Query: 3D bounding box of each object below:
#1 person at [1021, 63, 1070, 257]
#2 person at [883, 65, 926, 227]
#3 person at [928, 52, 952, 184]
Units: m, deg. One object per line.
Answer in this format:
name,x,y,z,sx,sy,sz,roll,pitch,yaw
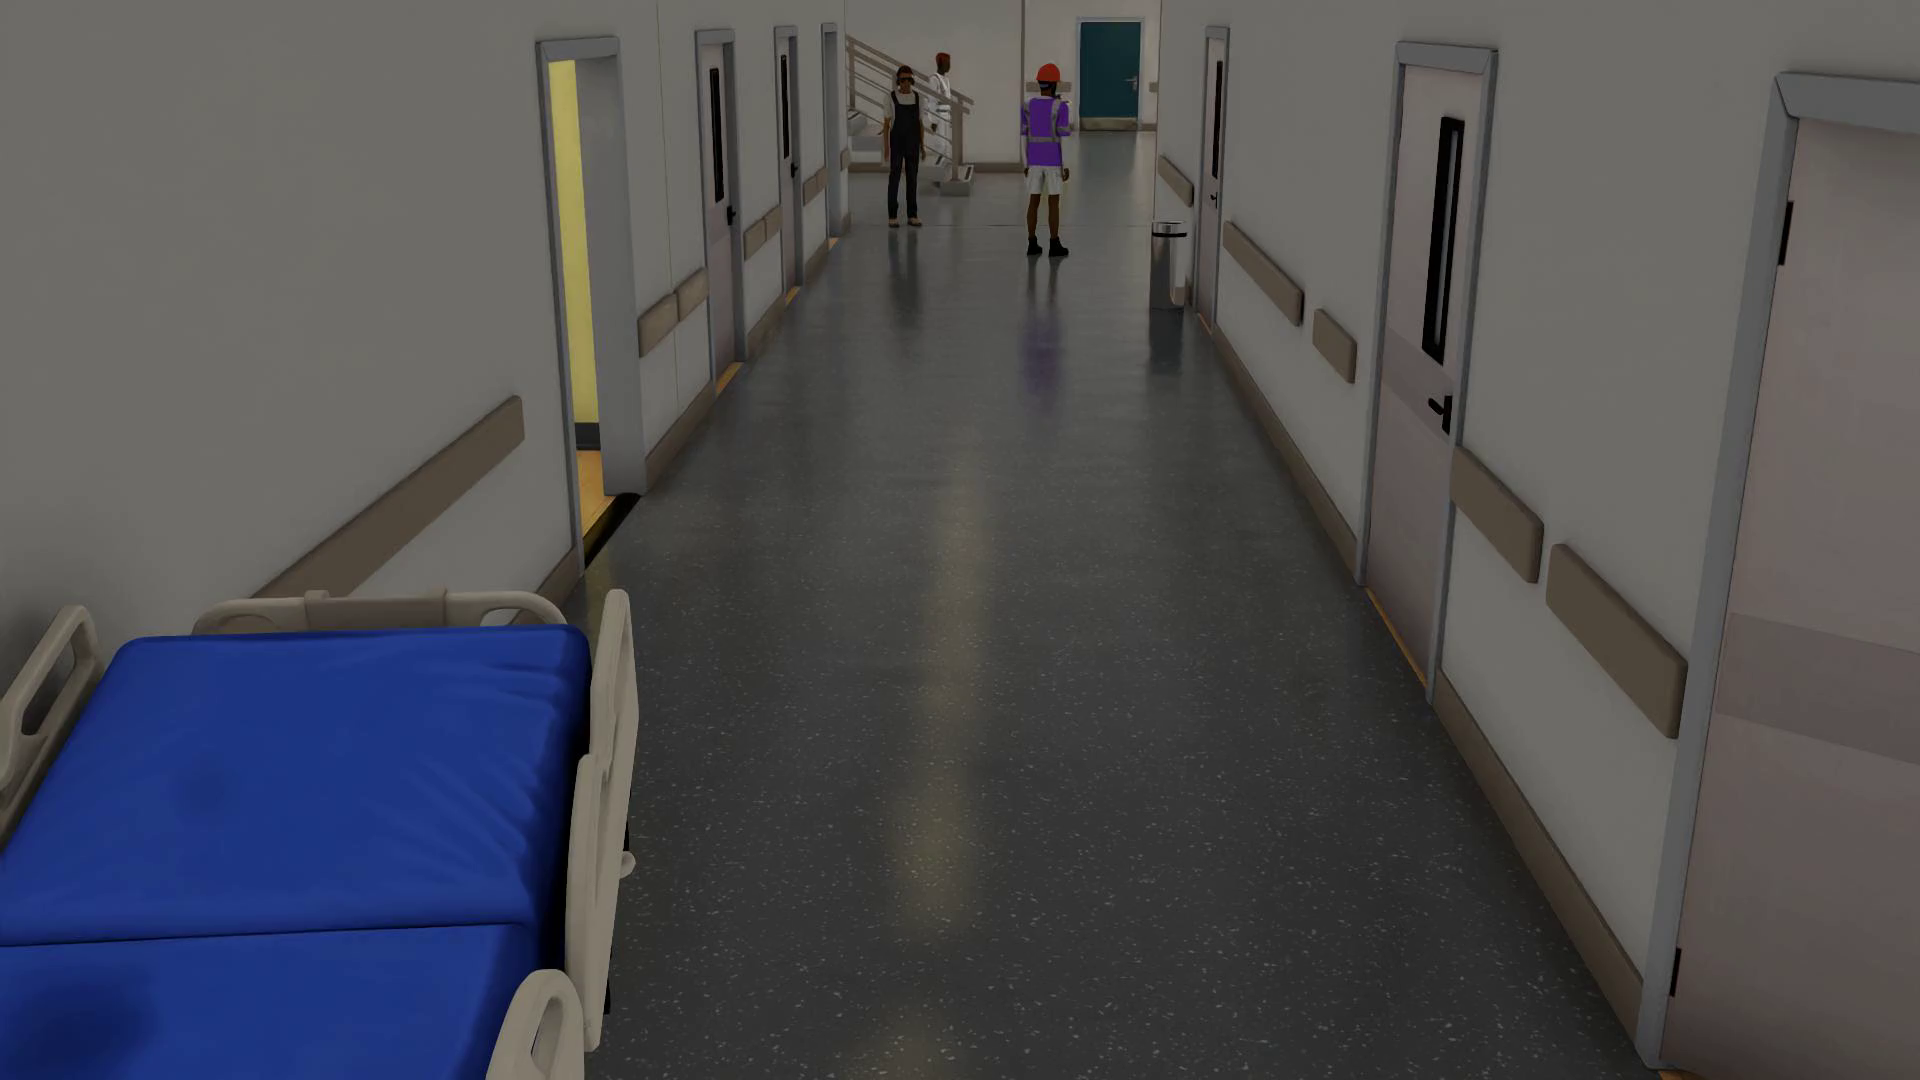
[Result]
person,0.890,-3.896,17.105,0.545,1.938,0.362,9,20,27
person,-0.647,-4.590,19.433,0.516,1.843,0.327,-7,19,-21
person,-0.281,-6.187,24.421,0.374,1.875,0.580,5,18,16
